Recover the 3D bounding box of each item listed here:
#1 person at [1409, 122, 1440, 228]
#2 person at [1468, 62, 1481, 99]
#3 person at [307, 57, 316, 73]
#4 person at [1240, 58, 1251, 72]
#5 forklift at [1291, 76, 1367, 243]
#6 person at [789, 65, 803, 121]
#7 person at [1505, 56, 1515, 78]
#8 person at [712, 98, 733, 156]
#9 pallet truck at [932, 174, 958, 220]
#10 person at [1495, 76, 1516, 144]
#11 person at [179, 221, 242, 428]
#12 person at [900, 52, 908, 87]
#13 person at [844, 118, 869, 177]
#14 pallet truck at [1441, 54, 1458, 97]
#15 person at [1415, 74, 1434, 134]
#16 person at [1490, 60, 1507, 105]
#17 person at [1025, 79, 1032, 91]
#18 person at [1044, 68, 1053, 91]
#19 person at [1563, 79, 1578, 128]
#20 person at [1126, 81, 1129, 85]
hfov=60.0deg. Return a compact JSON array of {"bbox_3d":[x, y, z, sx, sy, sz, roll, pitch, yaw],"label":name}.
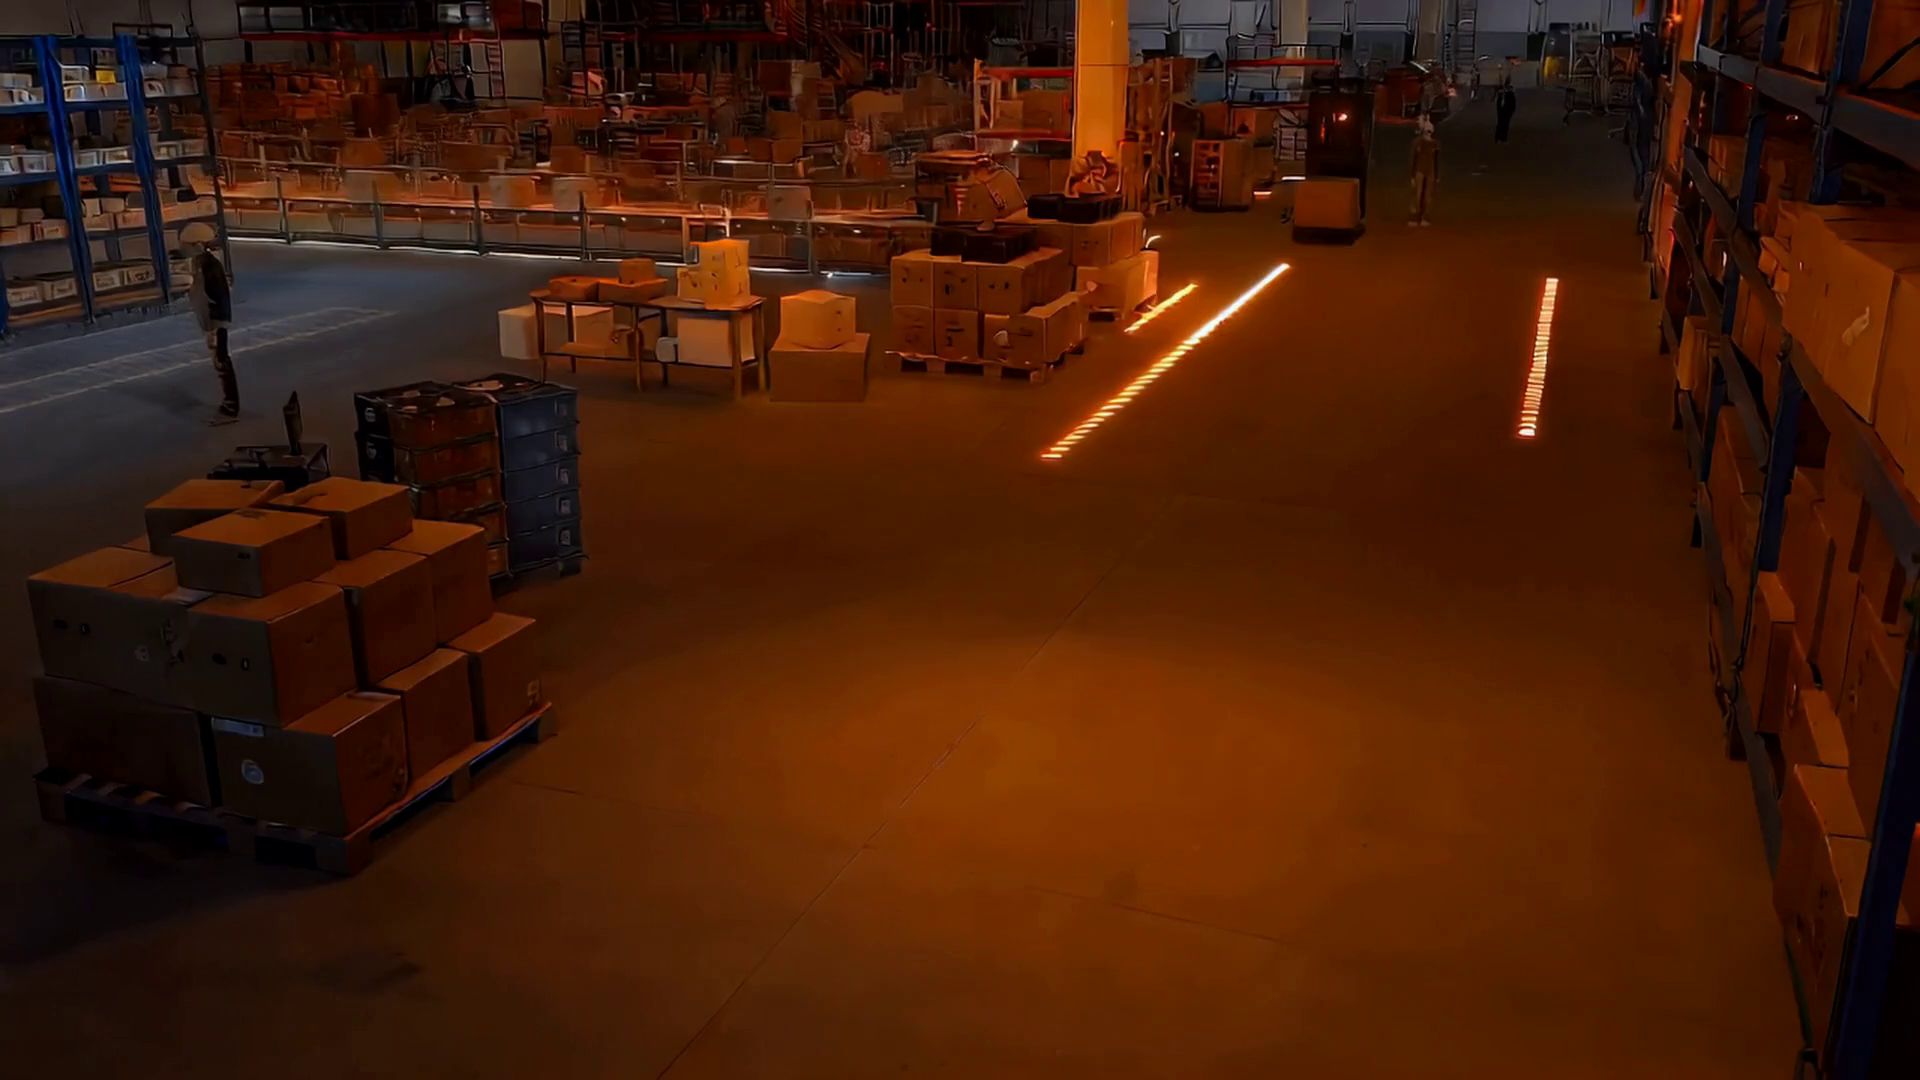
[{"bbox_3d":[8.702,-6.847,31.198,0.635,1.939,0.362,-7,19,-21],"label":"person"},{"bbox_3d":[23.749,-21.228,76.796,0.543,1.679,0.431,2,18,6],"label":"person"},{"bbox_3d":[-30.372,-21.691,77.983,0.361,1.859,0.651,-15,23,-39],"label":"person"},{"bbox_3d":[13.229,-21.288,76.760,0.500,1.826,0.630,-7,19,-20],"label":"person"},{"bbox_3d":[6.598,-6.755,29.381,1.129,2.768,1.873,6,19,19],"label":"forklift"},{"bbox_3d":[-6.036,-16.465,61.273,0.609,2.029,0.432,-16,24,-42],"label":"person"},{"bbox_3d":[26.716,-22.629,80.951,0.530,1.837,0.373,-6,19,-18],"label":"person"},{"bbox_3d":[-6.350,-11.022,44.718,0.531,1.699,0.854,10,20,29],"label":"person"},{"bbox_3d":[-0.507,-5.292,27.348,0.653,1.274,1.630,6,19,19],"label":"pallet truck"},{"bbox_3d":[16.655,-13.090,50.650,0.688,2.000,0.536,-15,23,-38],"label":"person"},{"bbox_3d":[-7.277,-2.099,16.185,0.374,1.997,0.609,-7,19,-22],"label":"person"},{"bbox_3d":[-2.965,-24.724,87.523,0.429,1.847,0.628,0,18,0],"label":"person"},{"bbox_3d":[-2.302,-8.579,37.097,0.532,1.659,0.877,1,18,2],"label":"person"},{"bbox_3d":[22.765,-21.886,78.355,0.823,1.965,1.885,-4,18,-14],"label":"pallet truck"},{"bbox_3d":[15.315,-14.358,54.797,0.370,1.939,0.543,-7,19,-22],"label":"person"},{"bbox_3d":[23.100,-19.585,71.291,0.806,1.902,0.595,-16,23,-40],"label":"person"},{"bbox_3d":[2.697,-17.477,64.713,0.311,1.869,0.530,-1,18,-2],"label":"person"},{"bbox_3d":[4.444,-23.854,84.720,0.651,1.881,0.532,-1,18,-2],"label":"person"},{"bbox_3d":[21.116,-15.130,57.646,0.540,1.681,0.475,-6,19,-18],"label":"person"},{"bbox_3d":[9.083,-25.826,90.899,0.634,1.891,0.983,-7,19,-22],"label":"person"}]
